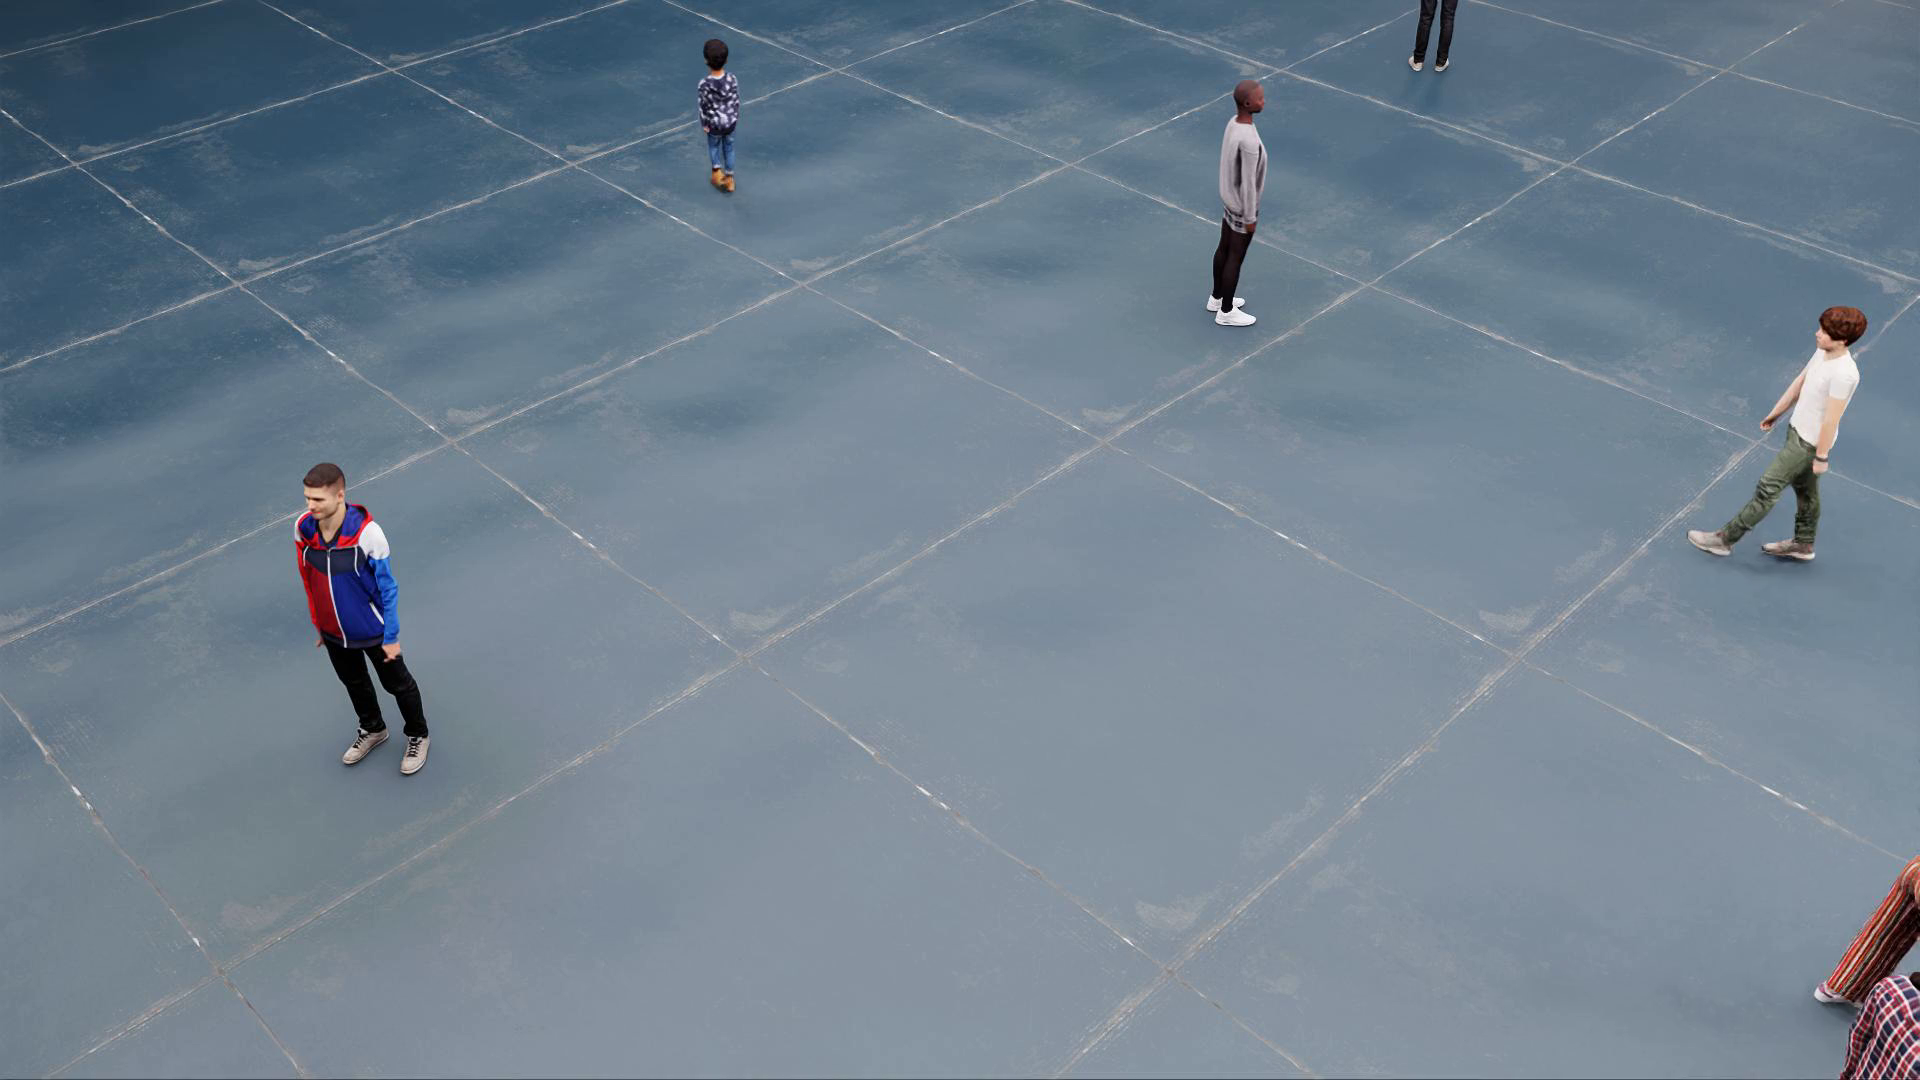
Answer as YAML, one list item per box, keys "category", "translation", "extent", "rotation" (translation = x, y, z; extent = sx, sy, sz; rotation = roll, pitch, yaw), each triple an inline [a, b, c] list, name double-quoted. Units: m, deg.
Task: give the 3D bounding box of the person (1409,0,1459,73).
- category: "person"
  translation: [4.475, -5.222, 15.380]
  extent: [0.702, 1.761, 0.729]
  rotation: [6, 38, 8]

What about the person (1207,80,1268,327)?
- category: "person"
  translation: [1.933, -2.351, 11.594]
  extent: [0.730, 1.772, 0.701]
  rotation: [-5, 38, -7]

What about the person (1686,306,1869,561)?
- category: "person"
  translation: [4.852, -0.555, 9.351]
  extent: [0.968, 1.627, 1.010]
  rotation: [8, 38, 10]

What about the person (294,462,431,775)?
- category: "person"
  translation: [-2.896, 0.378, 8.017]
  extent: [0.724, 1.757, 0.732]
  rotation: [9, 38, 11]

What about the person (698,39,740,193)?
- category: "person"
  translation: [-1.920, -3.404, 13.418]
  extent: [0.558, 1.241, 0.642]
  rotation: [-13, 39, -16]

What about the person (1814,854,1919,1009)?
- category: "person"
  translation: [3.917, 1.437, 6.807]
  extent: [0.906, 1.536, 0.913]
  rotation: [5, 38, 7]
